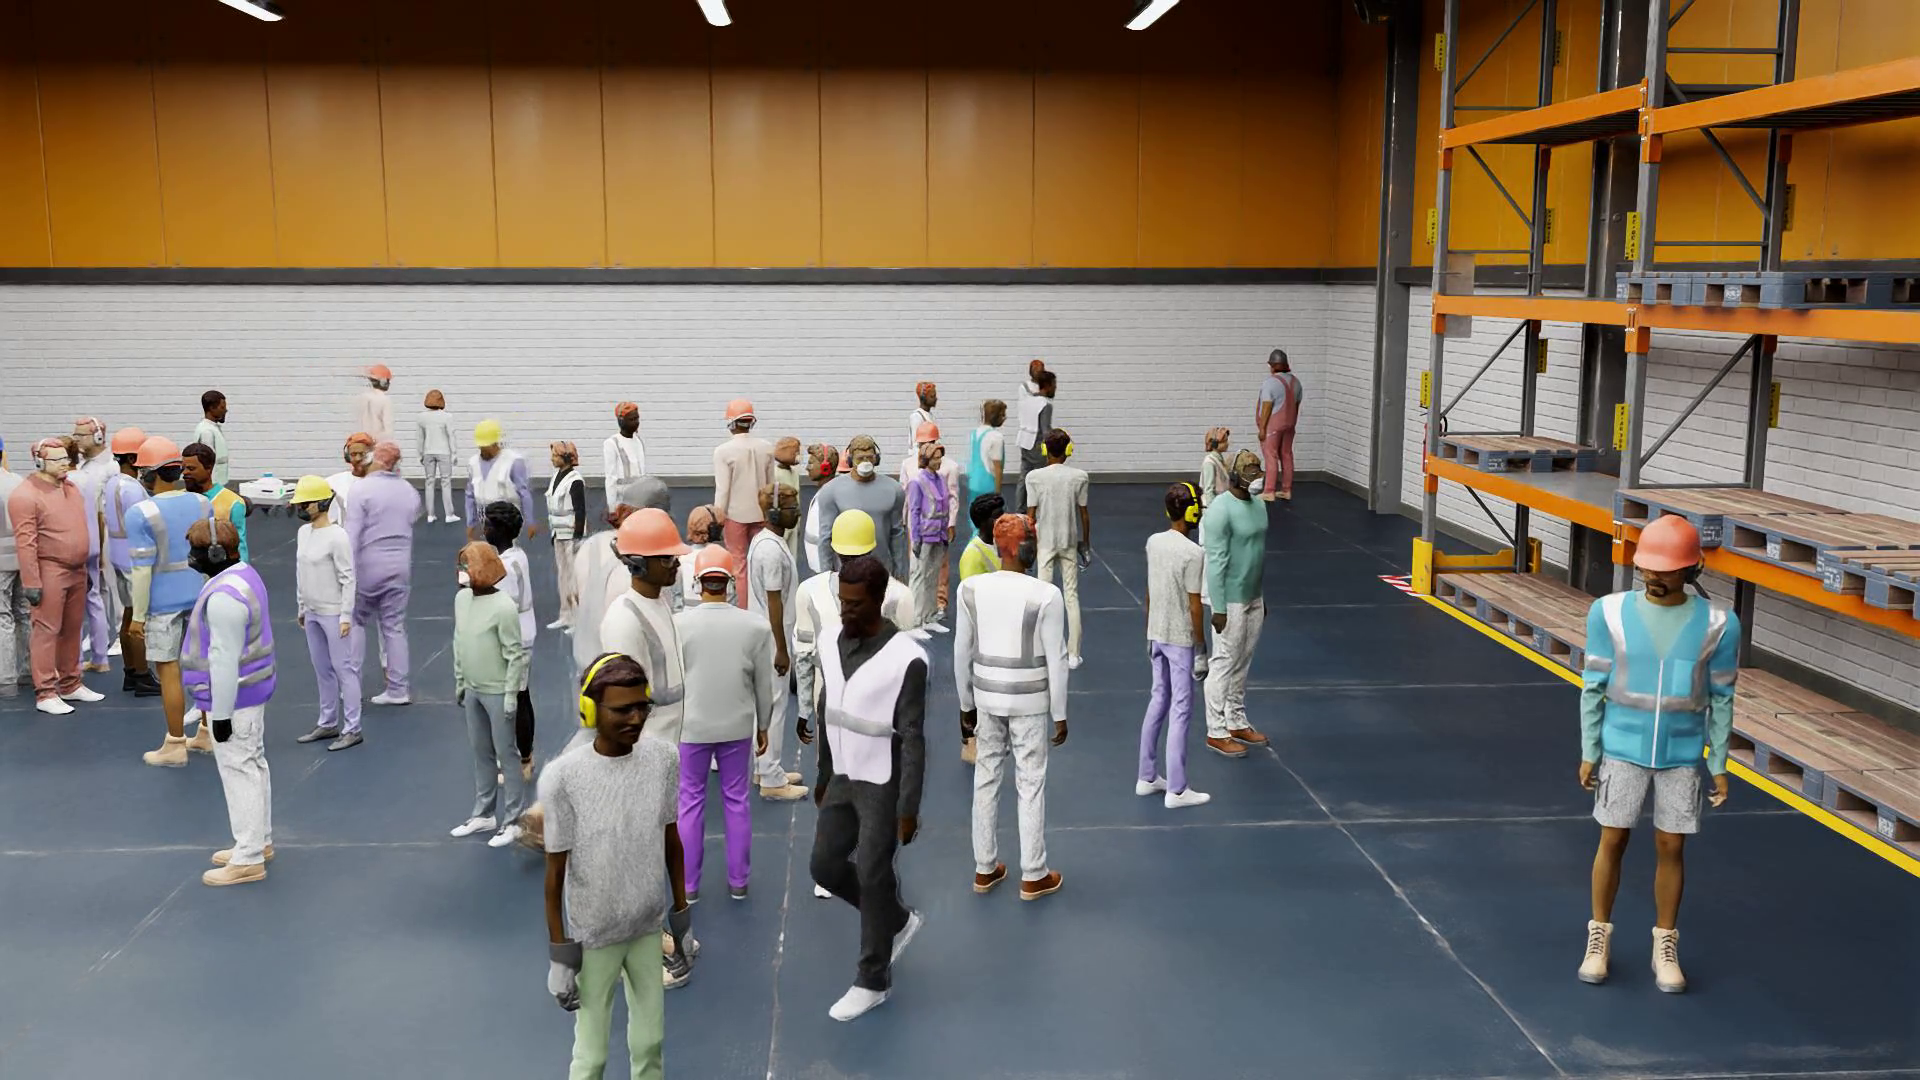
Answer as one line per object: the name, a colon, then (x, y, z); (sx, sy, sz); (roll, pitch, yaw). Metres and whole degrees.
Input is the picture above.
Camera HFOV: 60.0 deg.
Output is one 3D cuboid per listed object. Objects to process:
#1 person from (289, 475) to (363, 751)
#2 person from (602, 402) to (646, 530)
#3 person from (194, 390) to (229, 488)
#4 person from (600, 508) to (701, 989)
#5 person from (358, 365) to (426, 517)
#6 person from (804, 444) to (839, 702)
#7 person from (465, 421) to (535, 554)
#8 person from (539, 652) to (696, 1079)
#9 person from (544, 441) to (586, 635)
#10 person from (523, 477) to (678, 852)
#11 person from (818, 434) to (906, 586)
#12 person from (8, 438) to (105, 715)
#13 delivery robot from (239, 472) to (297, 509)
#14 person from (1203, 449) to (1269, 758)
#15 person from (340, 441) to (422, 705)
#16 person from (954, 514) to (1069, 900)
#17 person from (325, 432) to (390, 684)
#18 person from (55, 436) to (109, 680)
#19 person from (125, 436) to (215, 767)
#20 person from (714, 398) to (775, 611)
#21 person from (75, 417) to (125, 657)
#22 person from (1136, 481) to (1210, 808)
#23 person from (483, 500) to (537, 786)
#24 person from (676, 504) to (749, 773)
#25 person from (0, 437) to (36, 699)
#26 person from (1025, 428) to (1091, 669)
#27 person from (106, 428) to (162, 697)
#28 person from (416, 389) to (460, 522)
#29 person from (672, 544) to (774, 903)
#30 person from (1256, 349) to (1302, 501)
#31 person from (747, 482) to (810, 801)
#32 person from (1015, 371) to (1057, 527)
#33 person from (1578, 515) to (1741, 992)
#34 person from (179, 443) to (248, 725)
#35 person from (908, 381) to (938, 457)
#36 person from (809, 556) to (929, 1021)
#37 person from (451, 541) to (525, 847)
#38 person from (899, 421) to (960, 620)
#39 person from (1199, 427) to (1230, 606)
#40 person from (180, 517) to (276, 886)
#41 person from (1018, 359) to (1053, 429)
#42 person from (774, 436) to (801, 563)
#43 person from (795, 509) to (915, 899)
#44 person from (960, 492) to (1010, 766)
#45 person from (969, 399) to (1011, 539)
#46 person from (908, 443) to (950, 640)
person: (-4.067, 0.463, 10.611); (0.533, 1.767, 0.326); (7, 11, 36)
person: (-3.025, -0.315, 15.136); (0.358, 1.882, 0.574); (3, 10, 20)
person: (-7.300, -0.505, 16.257); (0.396, 1.911, 0.588); (-3, 10, -21)
person: (-1.319, 0.876, 7.143); (0.381, 2.045, 0.605); (0, 9, 2)
person: (-7.008, -1.142, 20.152); (0.623, 1.941, 1.017); (5, 10, 29)
person: (-0.917, 0.237, 11.778); (0.389, 1.847, 0.563); (-2, 9, -10)
person: (-4.059, -0.163, 14.530); (0.603, 1.762, 0.905); (5, 10, 28)
person: (-1.078, 1.263, 5.298); (0.510, 1.862, 0.327); (-8, 12, -41)
person: (-3.321, -0.027, 14.081); (0.306, 1.640, 0.521); (-7, 11, -38)
person: (-1.832, 0.640, 8.642); (0.754, 2.000, 0.866); (8, 12, 40)
person: (-0.672, 0.232, 11.519); (0.635, 1.937, 0.353); (-3, 10, -20)
person: (-6.258, 0.241, 11.568); (0.403, 1.906, 0.651); (1, 9, 5)
delivery robot: (-8.650, -0.606, 20.821); (0.707, 0.478, 0.477); (3, 10, 20)
person: (1.764, 0.388, 10.539); (0.361, 1.939, 0.635); (7, 11, 36)
person: (-4.117, 0.241, 11.751); (0.589, 1.860, 0.736); (7, 11, 37)
person: (0.256, 0.806, 8.092); (0.583, 1.881, 0.338); (5, 10, 26)
person: (-4.371, 0.142, 12.256); (0.583, 1.882, 0.337); (-3, 10, -19)
person: (-6.640, 0.133, 12.484); (0.359, 1.835, 0.515); (3, 10, 19)
person: (-4.873, 0.380, 10.267); (0.371, 2.044, 0.608); (4, 10, 21)
person: (-1.834, -0.204, 14.081); (0.618, 1.993, 0.396); (-8, 12, -43)
person: (-6.867, -0.028, 13.248); (0.637, 1.911, 0.403); (4, 10, 24)
person: (1.237, 0.590, 9.535); (0.324, 1.860, 0.516); (-5, 10, -28)
person: (-2.690, 0.609, 9.913); (0.316, 1.696, 0.540); (-1, 9, -8)
person: (-1.538, 0.599, 10.152); (0.517, 1.641, 0.308); (7, 12, 38)
person: (-6.885, 0.167, 11.928); (0.415, 1.940, 0.608); (1, 9, 5)
person: (0.740, 0.068, 12.789); (0.535, 1.863, 0.329); (-1, 9, -4)
person: (-5.915, 0.159, 11.980); (0.359, 1.938, 0.545); (-8, 12, -41)
person: (-6.400, -1.027, 20.378); (0.498, 1.634, 0.279); (1, 9, 6)
person: (-1.189, 0.885, 8.053); (0.575, 1.737, 0.355); (-3, 10, -20)
person: (4.235, -1.550, 22.392); (0.689, 2.000, 0.537); (-7, 11, -36)
person: (-1.063, 0.580, 9.630); (0.328, 1.844, 0.514); (-2, 9, -12)
person: (0.920, -1.062, 19.814); (0.487, 1.888, 0.590); (-4, 10, -21)
person: (2.932, 0.899, 7.023); (0.605, 2.038, 0.394); (3, 10, 19)
person: (-5.027, 0.301, 11.150); (0.593, 1.919, 0.392); (3, 9, 17)
person: (-0.383, -0.771, 17.987); (0.339, 1.882, 0.584); (2, 9, 12)
person: (-0.363, 0.993, 6.829); (0.625, 1.904, 0.499); (9, 12, 43)
person: (-2.515, 0.810, 8.846); (0.501, 1.633, 0.285); (7, 12, 38)
person: (-0.285, -0.169, 14.615); (0.561, 1.752, 0.324); (2, 9, 14)
person: (2.333, -0.223, 15.307); (0.314, 1.641, 0.515); (3, 10, 19)
person: (-3.656, 0.793, 8.333); (0.429, 1.836, 0.627); (-2, 9, -15)
person: (1.038, -1.541, 22.860); (0.588, 1.874, 0.348); (-7, 12, -38)
person: (-1.535, -0.097, 14.579); (0.280, 1.627, 0.514); (4, 10, 23)
person: (-0.508, 0.796, 8.048); (0.586, 1.918, 0.395); (1, 9, 6)
person: (0.159, 0.546, 10.306); (0.316, 1.695, 0.540); (3, 9, 17)
person: (0.299, -0.473, 16.301); (0.418, 1.825, 0.541); (-6, 11, -31)
person: (-0.259, 0.000, 13.916); (0.310, 1.638, 0.523); (5, 10, 29)
